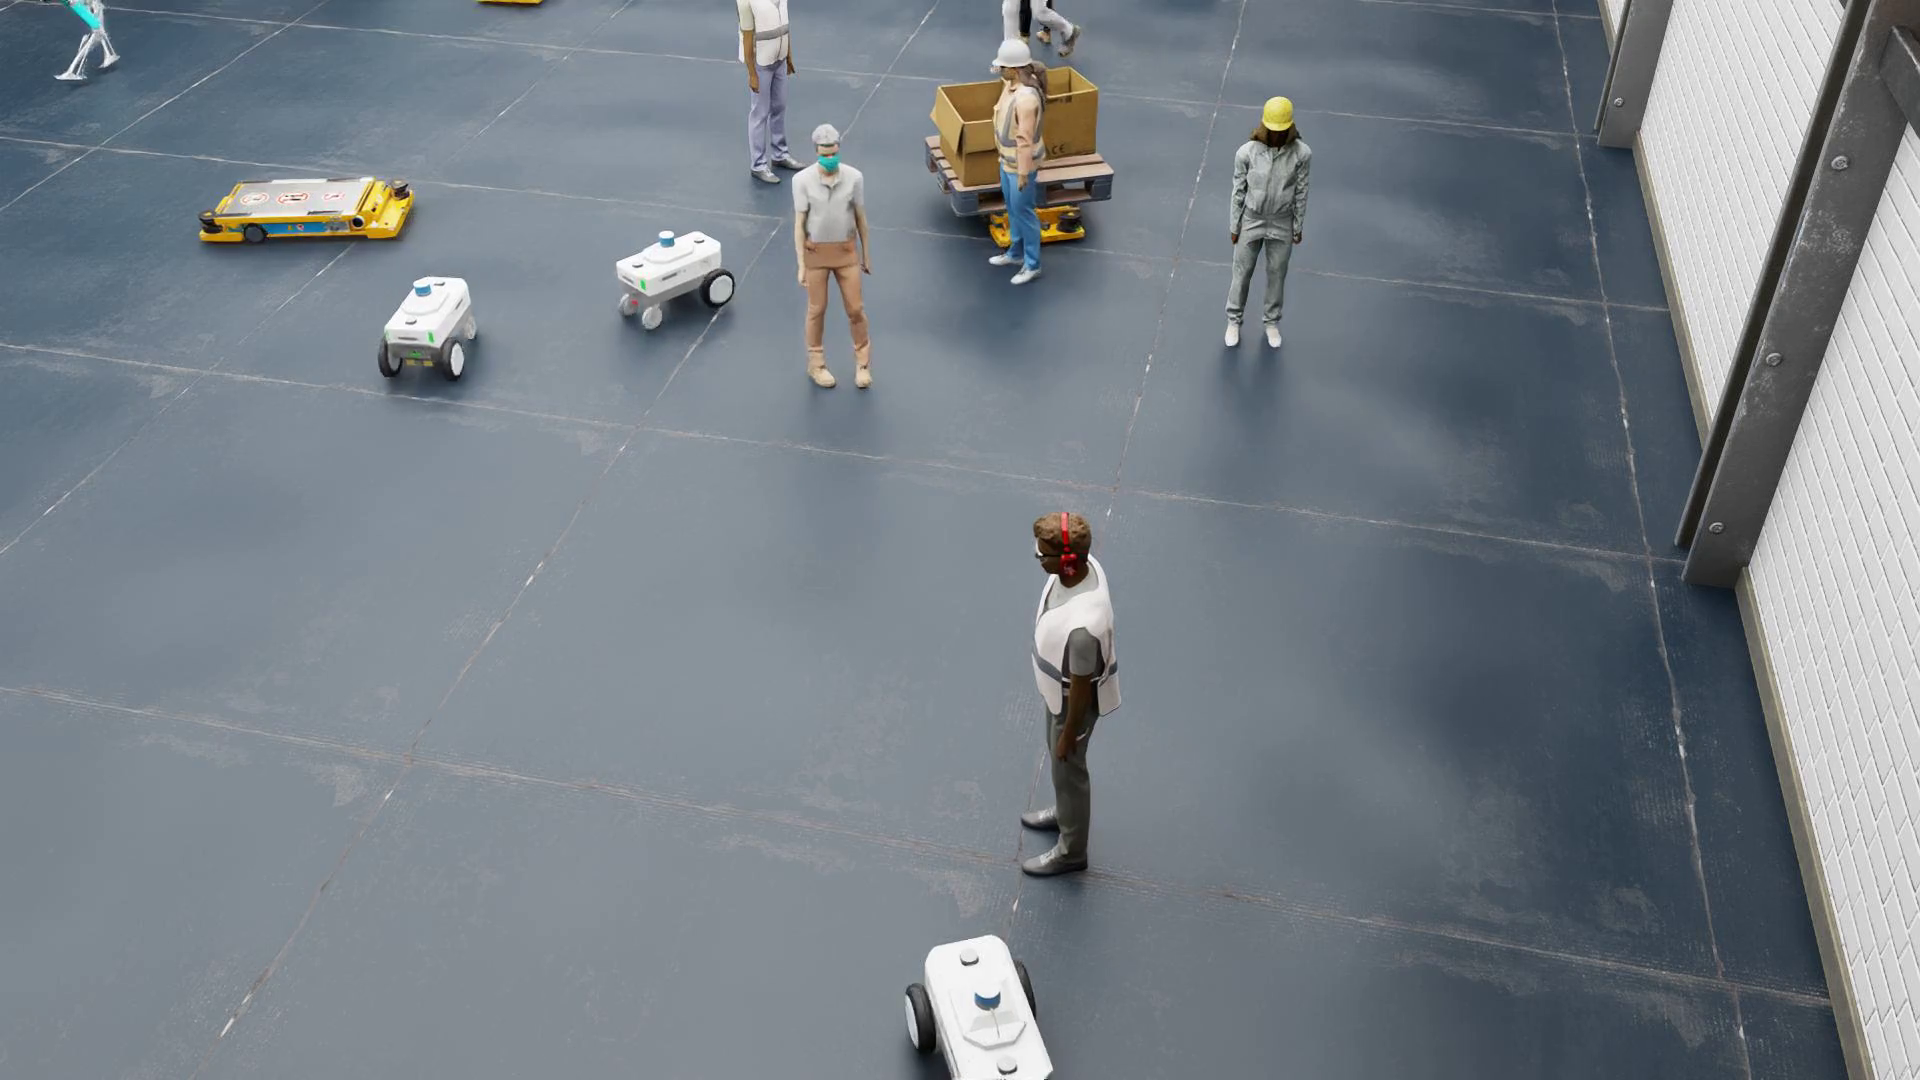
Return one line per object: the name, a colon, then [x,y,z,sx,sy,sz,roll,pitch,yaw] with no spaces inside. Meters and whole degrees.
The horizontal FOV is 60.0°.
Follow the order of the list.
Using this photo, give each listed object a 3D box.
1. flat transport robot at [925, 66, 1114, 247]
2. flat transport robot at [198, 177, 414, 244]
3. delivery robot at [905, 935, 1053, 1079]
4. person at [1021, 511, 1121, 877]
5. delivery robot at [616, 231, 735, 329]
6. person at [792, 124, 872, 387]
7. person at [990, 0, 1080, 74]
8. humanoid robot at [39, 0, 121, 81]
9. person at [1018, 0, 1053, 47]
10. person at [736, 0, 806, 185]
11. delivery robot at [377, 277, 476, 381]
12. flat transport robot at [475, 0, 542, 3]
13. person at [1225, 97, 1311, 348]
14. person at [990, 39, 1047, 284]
flat transport robot: [0.423,-2.662,12.780,0.659,0.231,1.431,-9,38,-12]
flat transport robot: [-4.921,-2.487,12.546,1.431,0.231,0.659,-2,37,-3]
delivery robot: [0.099,1.896,6.427,0.499,0.576,0.747,-9,38,-12]
person: [0.467,0.652,7.044,0.408,1.831,0.569,-2,37,-2]
delivery robot: [-1.981,-1.835,11.428,0.788,0.587,0.499,-30,46,-34]
person: [-0.794,-1.764,10.359,0.474,1.734,0.362,-5,37,-7]
person: [0.669,-5.087,14.713,0.821,1.850,0.573,-24,43,-29]
humanoid robot: [-7.830,-4.908,14.546,0.556,1.709,0.973,17,40,22]
person: [0.668,-5.341,15.171,0.541,1.695,0.316,-19,41,-24]
person: [-1.491,-3.687,12.846,0.396,1.838,0.558,19,41,24]
delivery robot: [-3.465,-1.399,10.854,0.499,0.597,0.779,4,37,5]
flat transport robot: [-4.407,-5.803,16.983,0.659,0.231,1.431,4,37,5]
person: [1.972,-2.030,10.716,0.484,1.733,0.345,0,37,1]
person: [0.404,-2.623,11.521,0.377,1.720,0.493,-8,37,-10]
